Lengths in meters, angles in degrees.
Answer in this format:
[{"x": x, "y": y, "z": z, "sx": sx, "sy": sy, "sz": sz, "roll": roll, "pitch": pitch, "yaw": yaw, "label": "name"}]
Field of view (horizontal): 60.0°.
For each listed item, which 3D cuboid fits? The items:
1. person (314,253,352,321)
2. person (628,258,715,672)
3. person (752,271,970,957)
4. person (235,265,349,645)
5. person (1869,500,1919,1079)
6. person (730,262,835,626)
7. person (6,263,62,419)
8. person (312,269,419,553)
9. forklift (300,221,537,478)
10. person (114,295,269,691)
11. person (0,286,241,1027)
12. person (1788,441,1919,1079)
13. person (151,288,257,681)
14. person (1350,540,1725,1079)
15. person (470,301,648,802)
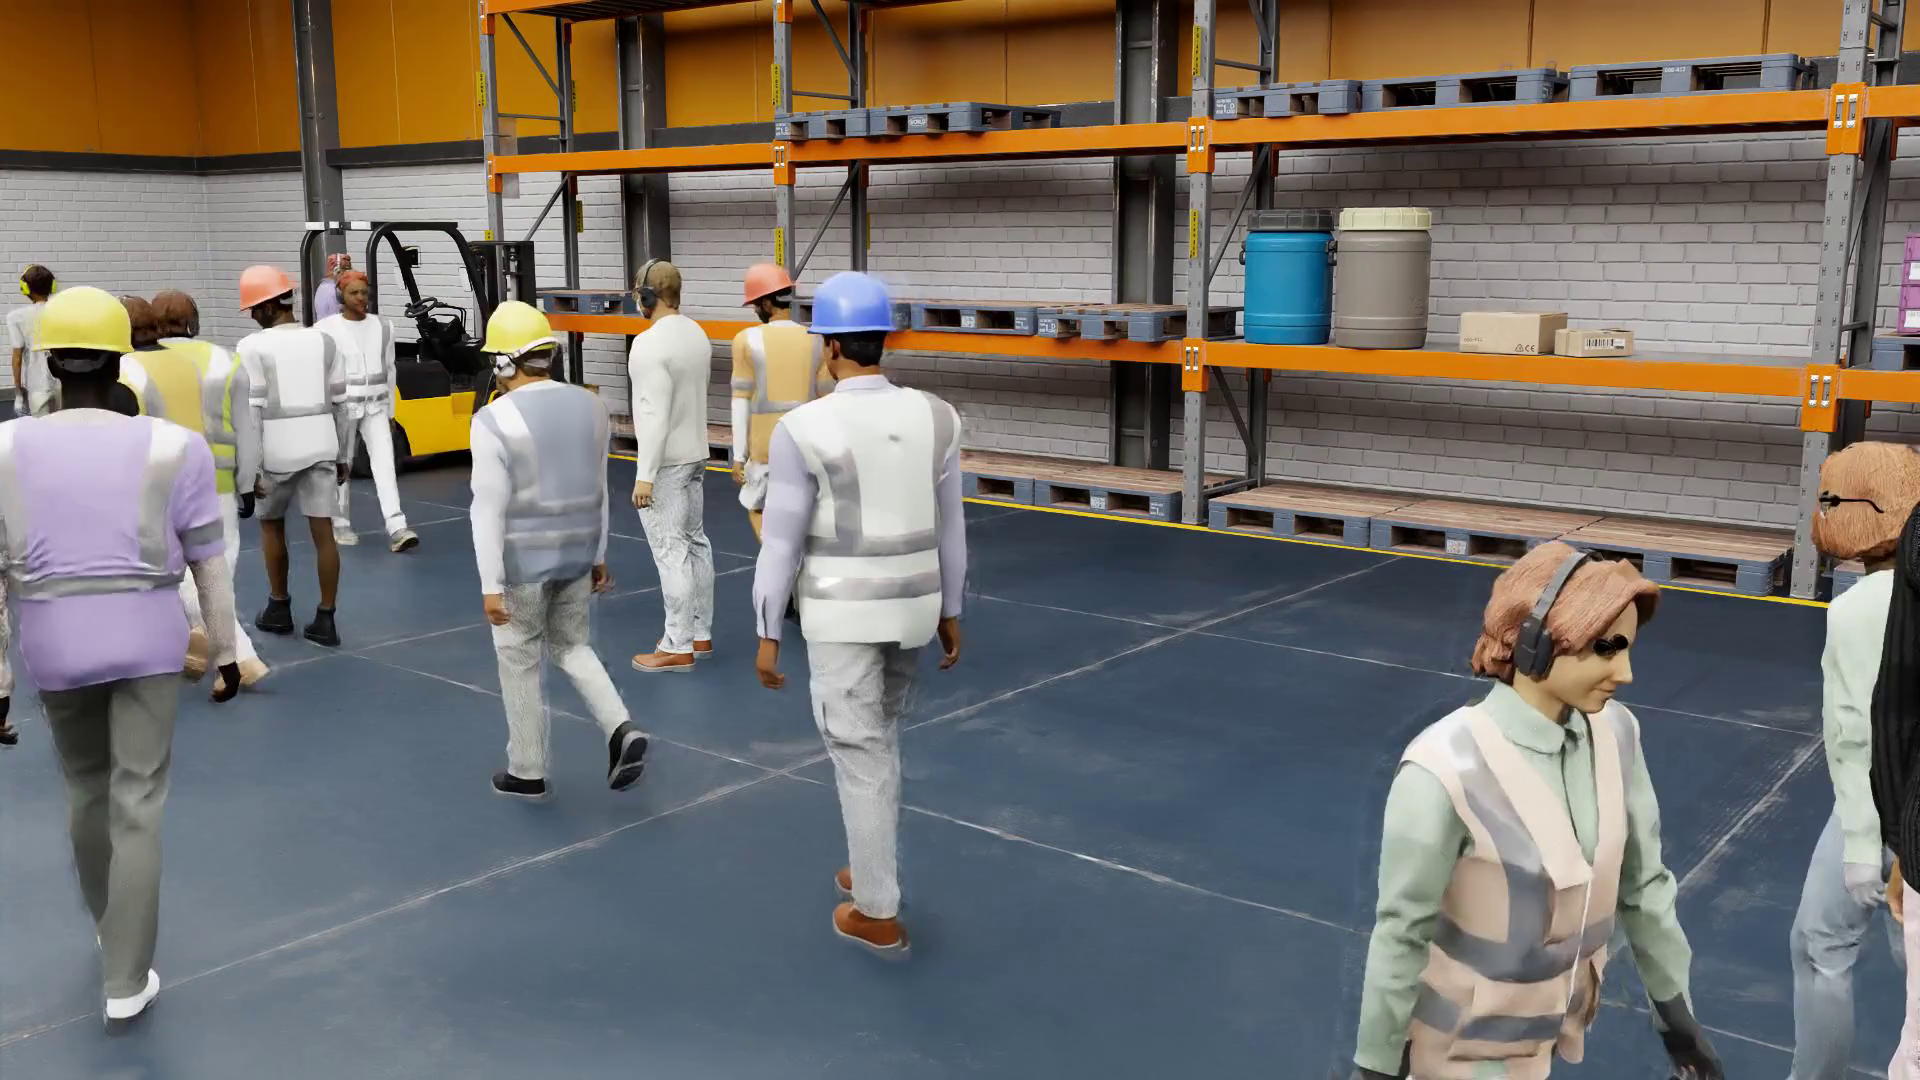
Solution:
[{"x": -5.822, "y": -1.742, "z": 15.681, "sx": 0.404, "sy": 1.900, "sz": 0.644, "roll": -6, "pitch": 12, "yaw": -31, "label": "person"}, {"x": -1.365, "y": -0.345, "z": 7.830, "sx": 0.355, "sy": 1.936, "sz": 0.637, "roll": 2, "pitch": 11, "yaw": 13, "label": "person"}, {"x": -0.338, "y": 0.204, "z": 4.793, "sx": 0.638, "sy": 1.928, "sz": 0.655, "roll": -8, "pitch": 13, "yaw": -38, "label": "person"}, {"x": -3.405, "y": -0.434, "z": 8.447, "sx": 0.577, "sy": 1.885, "sz": 0.801, "roll": -10, "pitch": 14, "yaw": -44, "label": "person"}, {"x": 1.755, "y": 0.556, "z": 2.678, "sx": 0.395, "sy": 1.994, "sz": 0.612, "roll": -3, "pitch": 11, "yaw": -17, "label": "person"}, {"x": -0.920, "y": -0.481, "z": 8.671, "sx": 0.597, "sy": 1.908, "sz": 0.434, "roll": -5, "pitch": 11, "yaw": -25, "label": "person"}, {"x": -6.653, "y": -1.092, "z": 12.210, "sx": 0.657, "sy": 1.857, "sz": 0.522, "roll": 10, "pitch": 14, "yaw": 44, "label": "person"}, {"x": -3.904, "y": -0.832, "z": 10.828, "sx": 0.599, "sy": 1.824, "sz": 0.999, "roll": -9, "pitch": 14, "yaw": -41, "label": "person"}, {"x": -4.922, "y": -1.741, "z": 14.854, "sx": 1.214, "sy": 2.155, "sz": 2.313, "roll": 8, "pitch": 13, "yaw": 38, "label": "forklift"}, {"x": -3.547, "y": -0.197, "z": 7.443, "sx": 0.963, "sy": 1.798, "sz": 0.635, "roll": 1, "pitch": 10, "yaw": 7, "label": "person"}, {"x": -2.271, "y": 0.277, "z": 4.488, "sx": 0.606, "sy": 1.889, "sz": 0.857, "roll": -3, "pitch": 11, "yaw": -18, "label": "person"}, {"x": 2.049, "y": 0.601, "z": 3.505, "sx": 0.516, "sy": 1.606, "sz": 0.665, "roll": -8, "pitch": 13, "yaw": -37, "label": "person"}, {"x": -3.563, "y": -0.241, "z": 7.627, "sx": 0.626, "sy": 1.811, "sz": 0.760, "roll": -2, "pitch": 11, "yaw": -13, "label": "person"}, {"x": 0.841, "y": 0.771, "z": 2.617, "sx": 0.524, "sy": 1.586, "sz": 0.897, "roll": -9, "pitch": 13, "yaw": -40, "label": "person"}, {"x": -1.445, "y": 0.066, "z": 5.888, "sx": 0.576, "sy": 1.813, "sz": 0.605, "roll": 8, "pitch": 13, "yaw": 39, "label": "person"}]
